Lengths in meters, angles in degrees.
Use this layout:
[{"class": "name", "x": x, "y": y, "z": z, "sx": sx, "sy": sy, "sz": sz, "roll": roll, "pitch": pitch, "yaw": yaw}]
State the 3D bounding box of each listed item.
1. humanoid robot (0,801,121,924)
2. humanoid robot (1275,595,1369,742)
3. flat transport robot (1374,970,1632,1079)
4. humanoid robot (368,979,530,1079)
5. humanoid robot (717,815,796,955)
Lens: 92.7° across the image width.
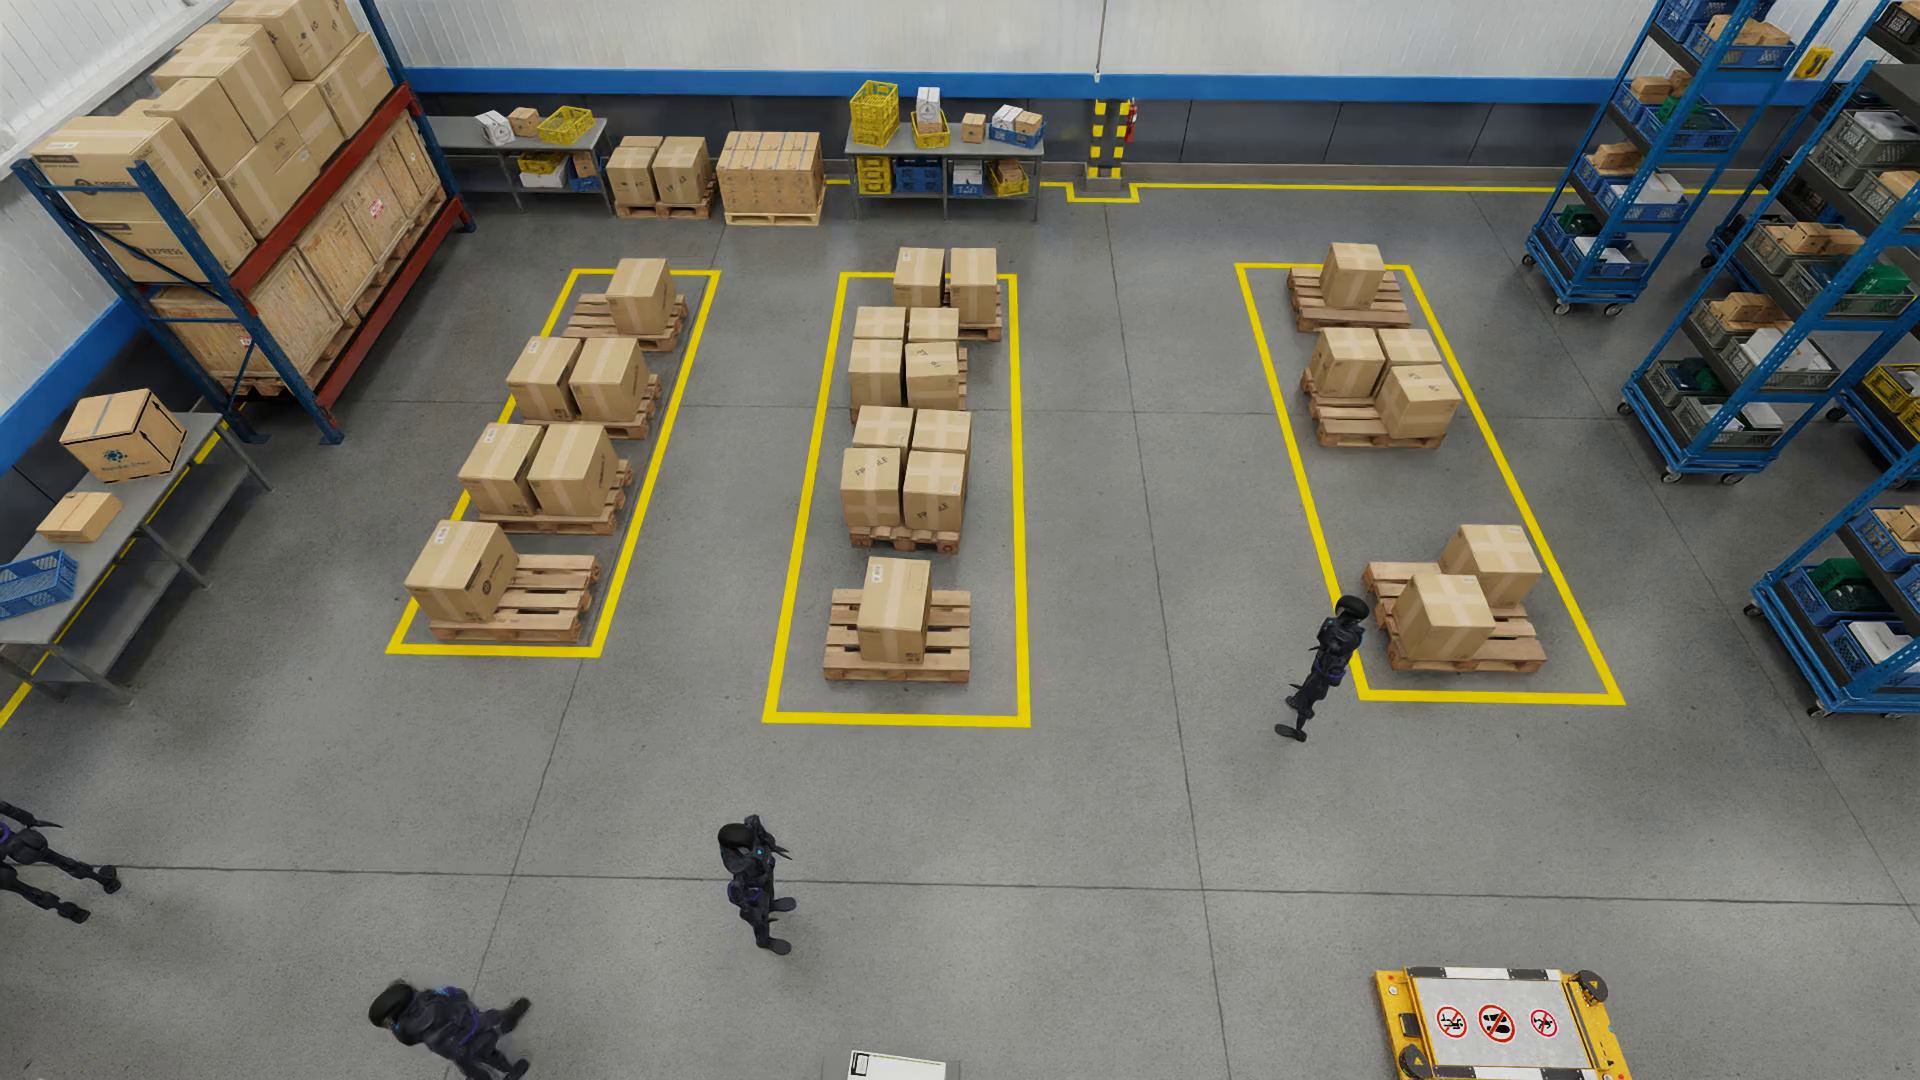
[{"class": "humanoid robot", "x": -6.237, "y": 2.023, "z": 5.919, "sx": 0.331, "sy": 1.657, "sz": 0.586, "roll": 24, "pitch": 55, "yaw": 18}, {"class": "humanoid robot", "x": 2.681, "y": 0.947, "z": 6.796, "sx": 0.320, "sy": 1.657, "sz": 0.611, "roll": 26, "pitch": 55, "yaw": 19}, {"class": "flat transport robot", "x": 3.501, "y": 3.133, "z": 5.914, "sx": 1.431, "sy": 0.197, "sz": 0.652, "roll": 1, "pitch": 51, "yaw": 1}, {"class": "humanoid robot", "x": -2.837, "y": 2.821, "z": 5.276, "sx": 0.640, "sy": 1.659, "sz": 0.491, "roll": 35, "pitch": 59, "yaw": 25}, {"class": "humanoid robot", "x": -1.261, "y": 2.172, "z": 5.797, "sx": 0.331, "sy": 1.657, "sz": 0.586, "roll": 1, "pitch": 51, "yaw": 1}]
